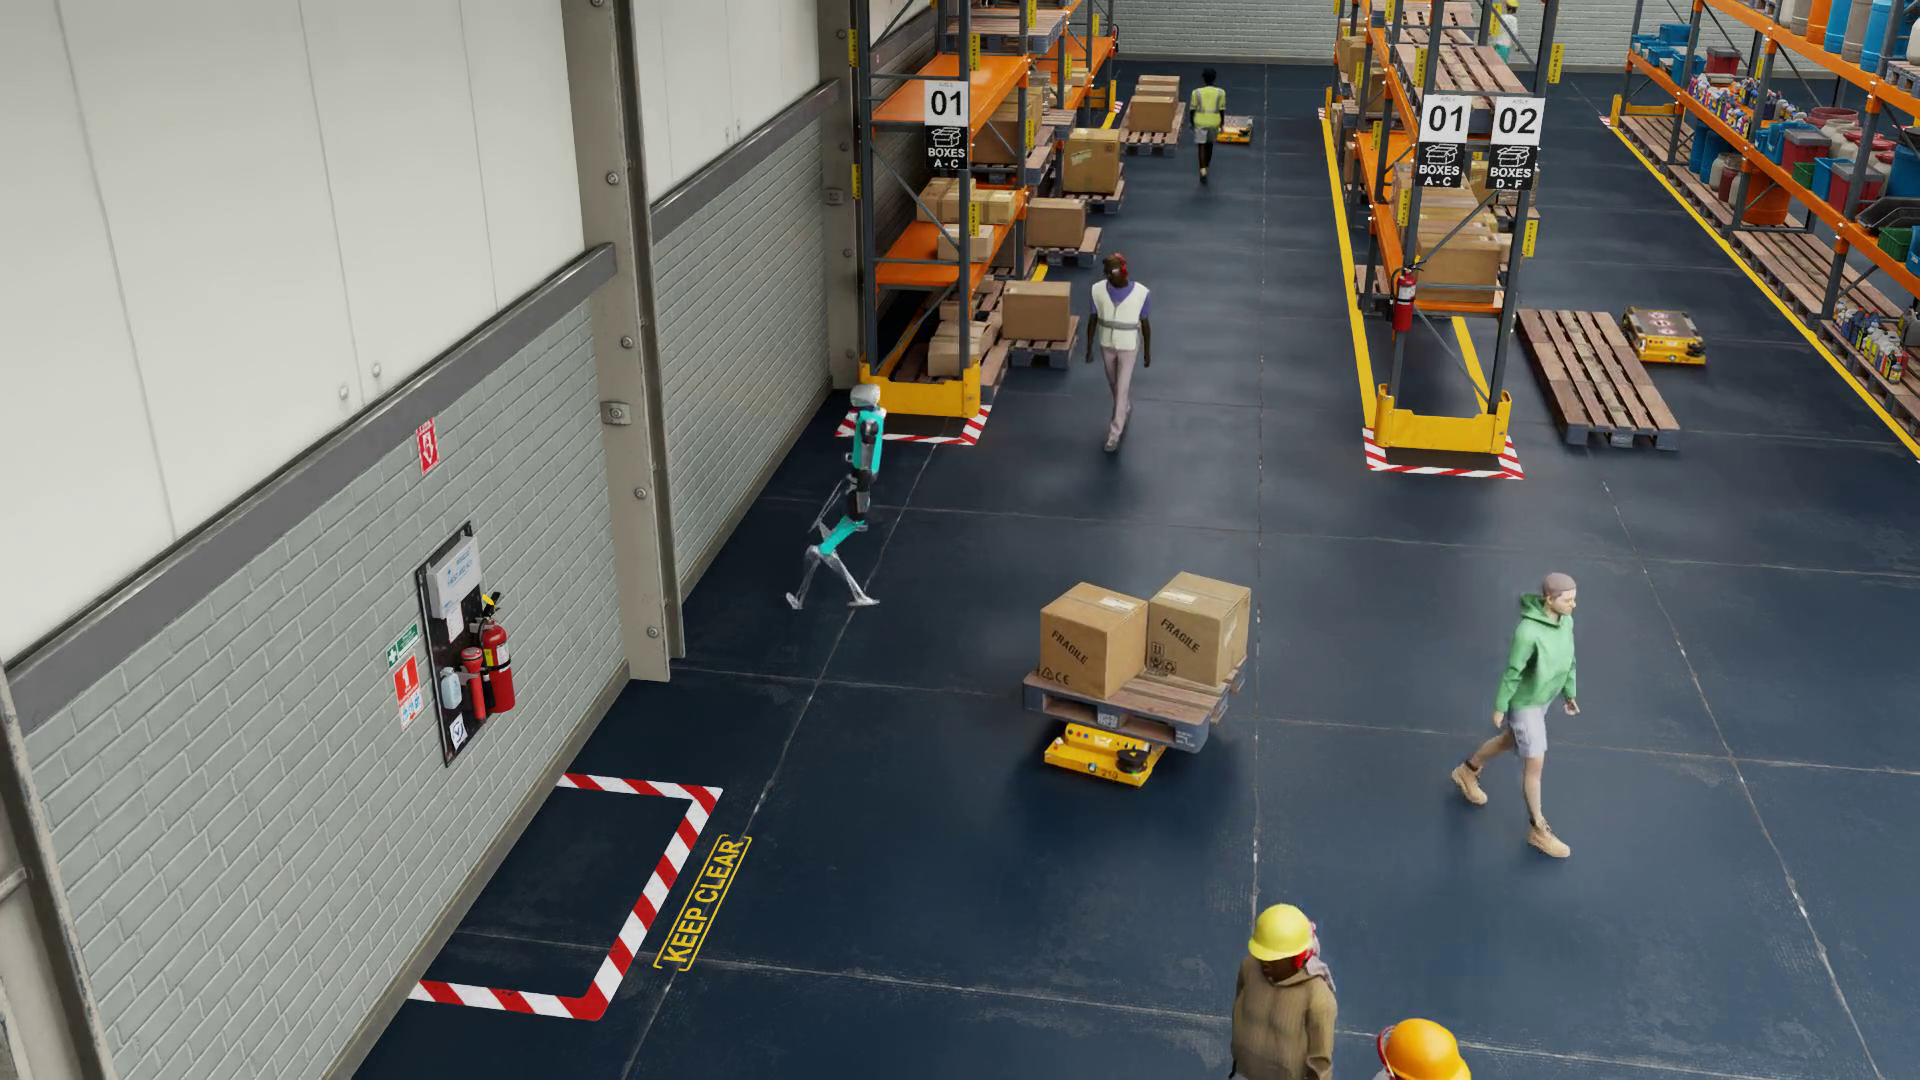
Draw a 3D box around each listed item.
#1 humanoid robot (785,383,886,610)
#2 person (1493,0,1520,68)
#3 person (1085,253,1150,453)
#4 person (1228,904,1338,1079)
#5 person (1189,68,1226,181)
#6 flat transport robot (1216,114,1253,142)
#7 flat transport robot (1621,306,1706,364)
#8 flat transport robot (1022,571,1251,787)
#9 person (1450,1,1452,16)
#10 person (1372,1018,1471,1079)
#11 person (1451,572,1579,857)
[{"bbox_3d":[-0.967,-0.261,12.262,0.888,1.837,0.532,-1,25,-2],"label":"humanoid robot"},{"bbox_3d":[10.592,-9.546,32.066,0.868,1.729,0.530,-5,25,-10],"label":"person"},{"bbox_3d":[1.479,-1.800,15.411,0.596,1.793,0.931,10,27,21],"label":"person"},{"bbox_3d":[1.339,2.212,6.904,0.533,1.728,0.877,20,31,36],"label":"person"},{"bbox_3d":[3.746,-6.294,25.194,0.537,1.655,0.856,0,25,0],"label":"person"},{"bbox_3d":[4.651,-7.037,28.419,0.659,0.231,1.431,5,25,10],"label":"flat transport robot"},{"bbox_3d":[7.664,-2.238,18.149,0.659,0.231,1.431,5,26,11],"label":"flat transport robot"},{"bbox_3d":[1.133,1.127,10.946,0.659,0.231,1.431,12,27,23],"label":"flat transport robot"},{"bbox_3d":[9.094,-9.141,31.065,0.602,1.845,0.515,9,27,19],"label":"person"},{"bbox_3d":[1.571,2.500,6.102,0.396,1.889,0.570,13,28,25],"label":"person"},{"bbox_3d":[3.290,0.923,9.690,0.489,1.700,0.875,-18,31,-34],"label":"person"}]
